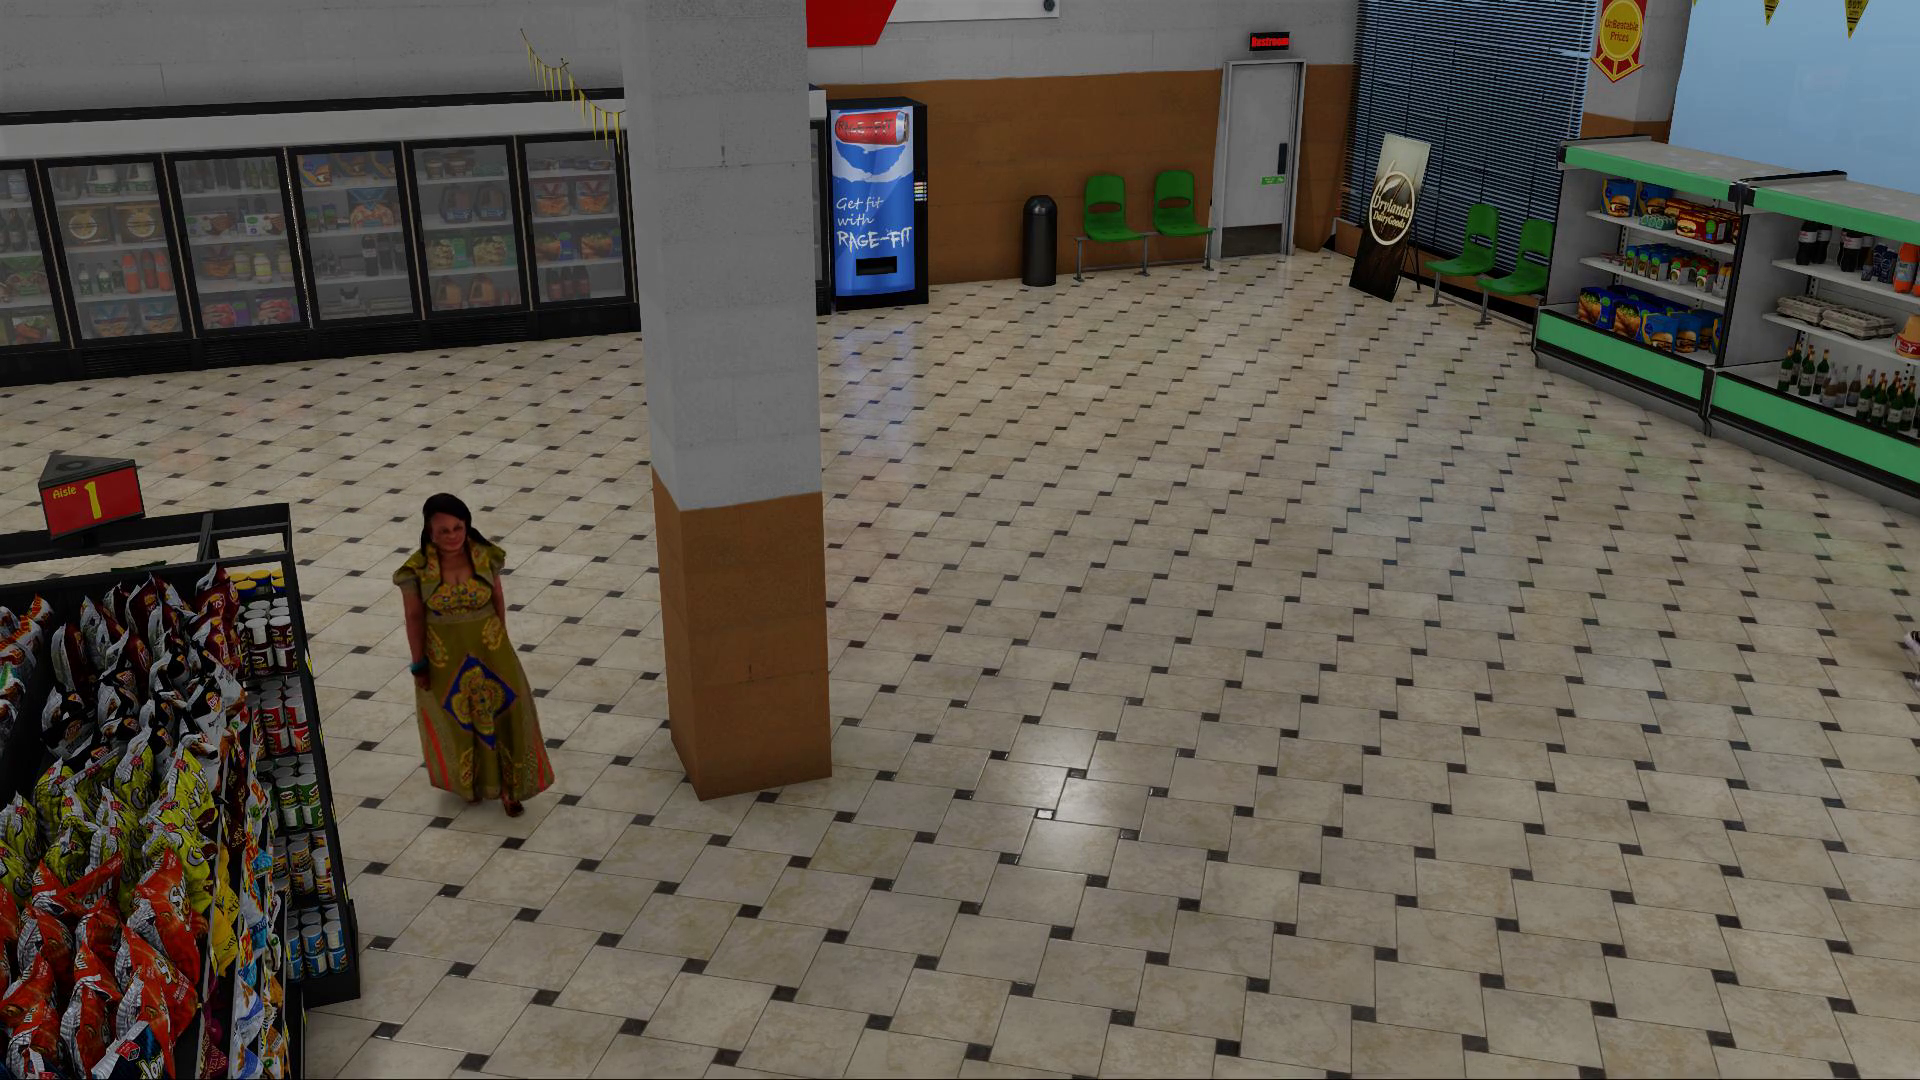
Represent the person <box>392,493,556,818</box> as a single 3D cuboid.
[{"bbox_3d":[-2.434,0.526,8.081,0.835,1.641,0.869,-11,25,-26],"label":"person"}]
